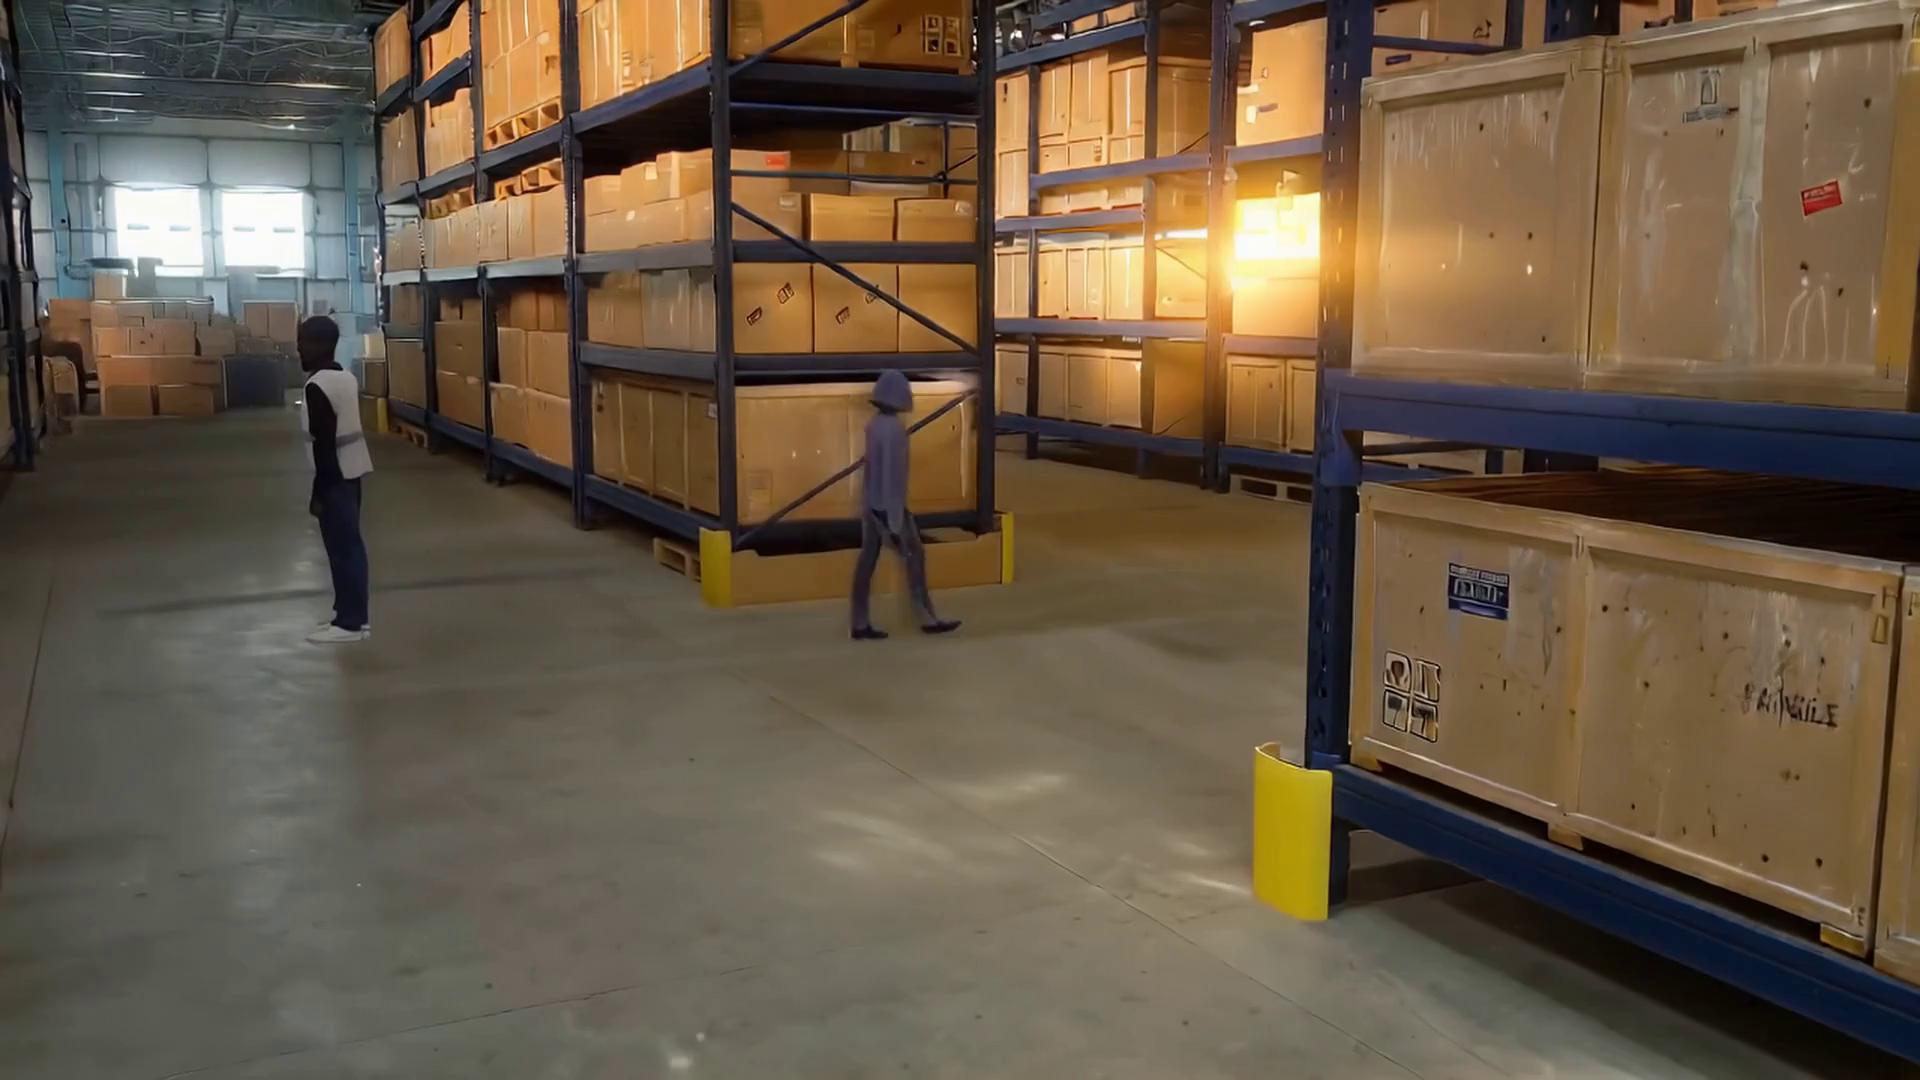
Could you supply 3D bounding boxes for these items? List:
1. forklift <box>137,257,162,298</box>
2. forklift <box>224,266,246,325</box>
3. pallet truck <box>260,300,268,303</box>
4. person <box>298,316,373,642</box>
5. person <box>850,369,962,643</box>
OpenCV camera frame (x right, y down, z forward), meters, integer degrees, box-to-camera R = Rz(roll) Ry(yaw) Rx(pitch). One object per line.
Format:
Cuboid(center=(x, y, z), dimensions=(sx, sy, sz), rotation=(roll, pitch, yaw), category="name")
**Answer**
Cuboid(center=(-15.871, -4.143, 32.656), dimensions=(1.873, 2.768, 1.129), rotation=(-4, 9, -27), category="forklift")
Cuboid(center=(-17.757, -5.360, 41.049), dimensions=(1.873, 2.768, 1.129), rotation=(-2, 8, -11), category="forklift")
Cuboid(center=(-23.913, -7.404, 58.171), dimensions=(1.885, 1.965, 0.823), rotation=(-1, 8, -9), category="pallet truck")
Cuboid(center=(-3.692, -0.355, 9.832), dimensions=(0.398, 1.920, 0.588), rotation=(-1, 8, -4), category="person")
Cuboid(center=(-0.334, -0.198, 9.807), dimensions=(0.755, 1.600, 0.520), rotation=(-4, 9, -27), category="person")
